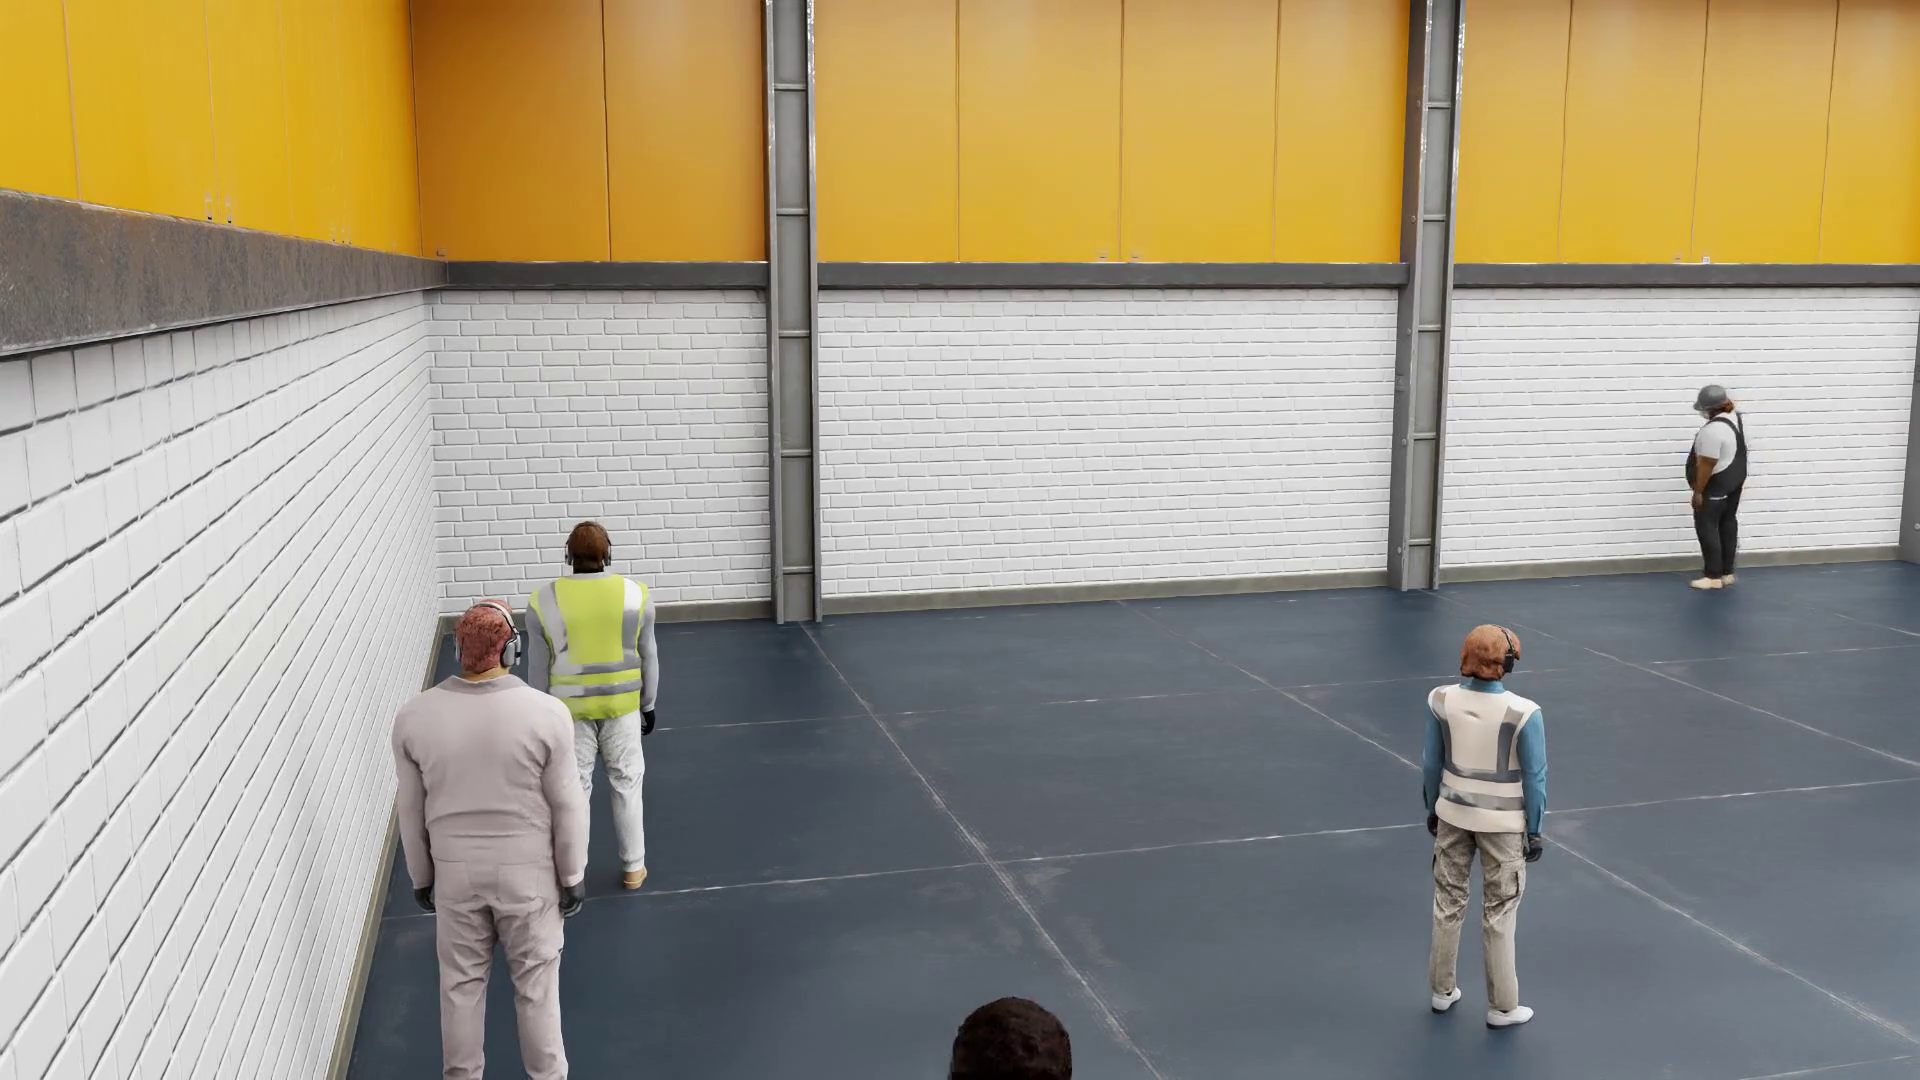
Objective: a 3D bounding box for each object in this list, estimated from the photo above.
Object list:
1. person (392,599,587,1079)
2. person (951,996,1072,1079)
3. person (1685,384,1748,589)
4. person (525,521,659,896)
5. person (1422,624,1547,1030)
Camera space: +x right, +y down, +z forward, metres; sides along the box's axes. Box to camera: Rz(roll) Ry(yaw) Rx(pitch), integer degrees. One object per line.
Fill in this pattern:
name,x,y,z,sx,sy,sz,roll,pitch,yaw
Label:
person,-1.622,1.151,5.853,0.647,1.908,0.409,0,9,1
person,0.086,1.647,2.771,0.609,1.890,0.786,1,9,4
person,7.345,-0.566,16.156,0.820,2.000,0.534,-8,12,-40
person,-1.787,0.820,8.125,0.626,1.844,0.429,-3,10,-18
person,2.105,1.147,6.714,0.514,1.639,0.310,8,12,42
